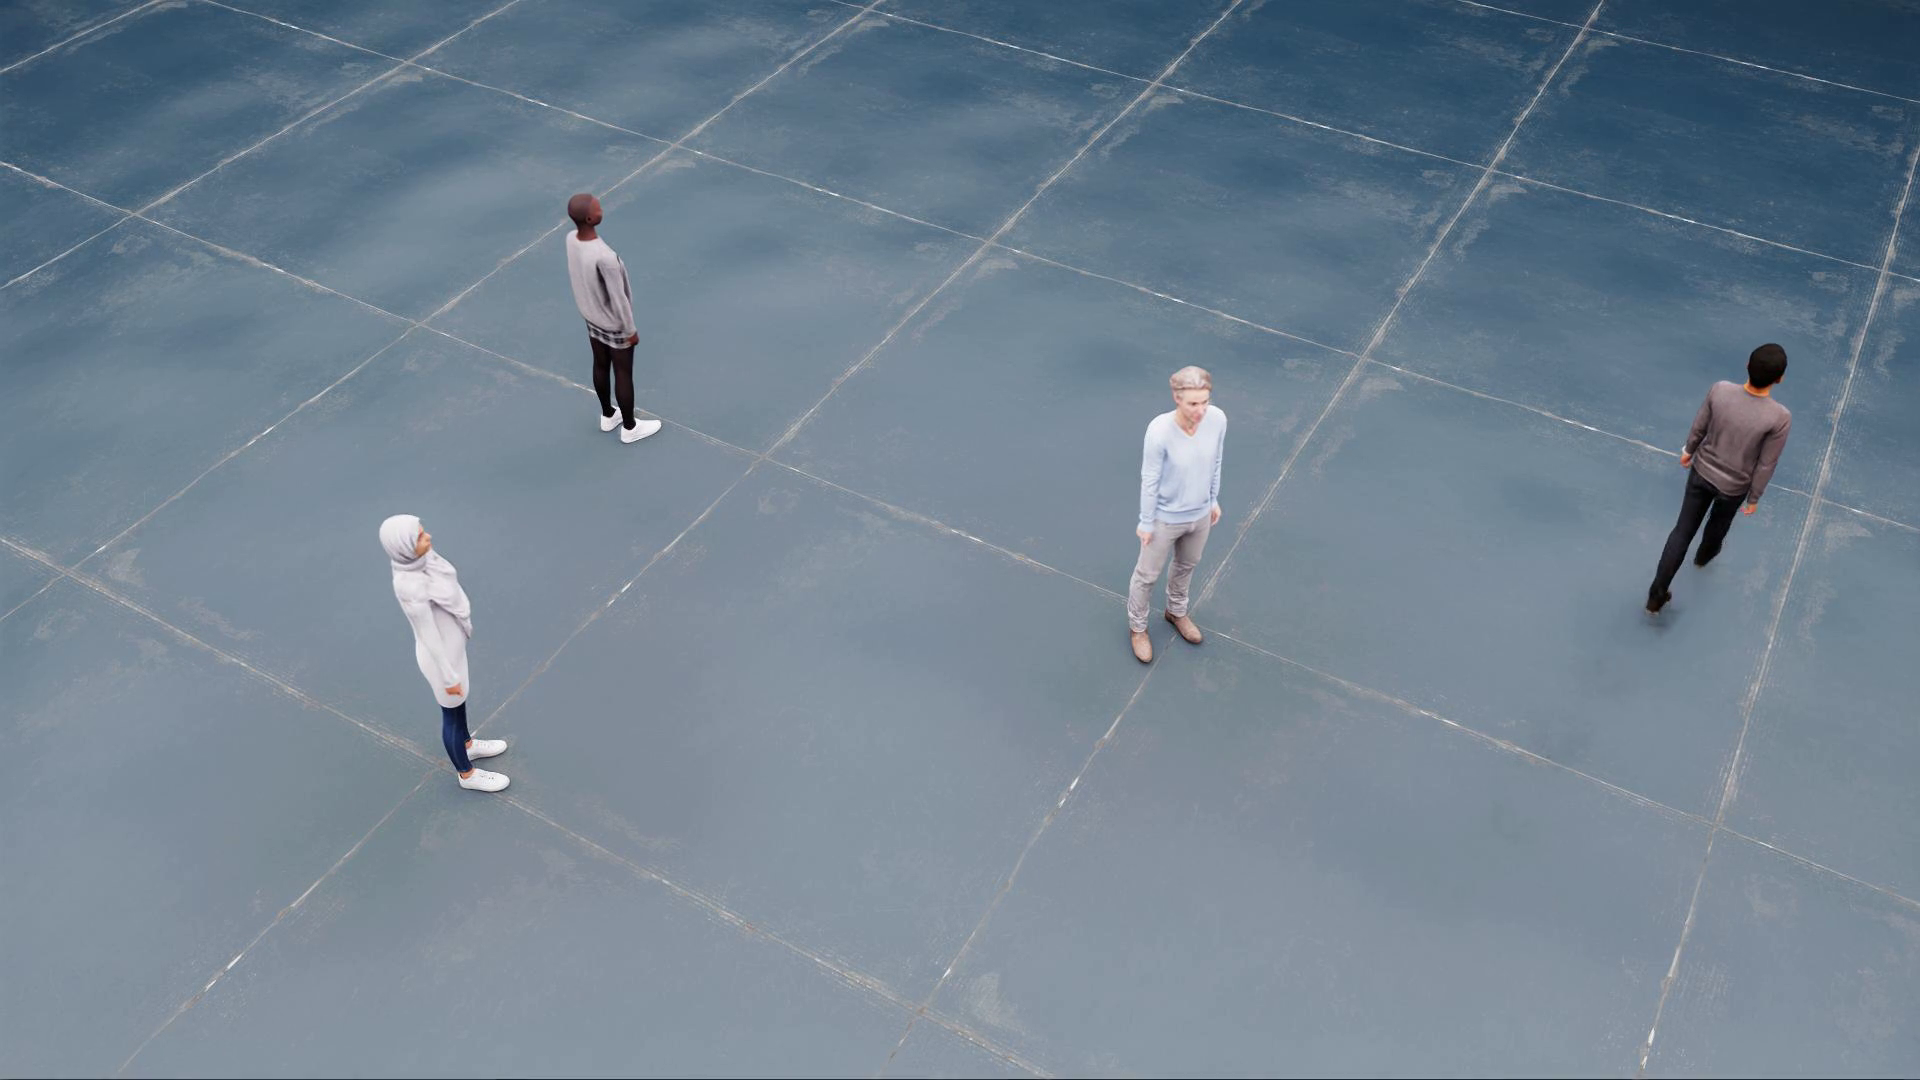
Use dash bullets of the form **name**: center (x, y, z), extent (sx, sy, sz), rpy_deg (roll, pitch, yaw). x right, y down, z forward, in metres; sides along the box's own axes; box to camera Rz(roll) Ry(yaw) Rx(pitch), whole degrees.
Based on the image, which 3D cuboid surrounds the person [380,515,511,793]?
- **person**: center (-2.581, 0.563, 8.287), extent (0.747, 1.775, 0.672), rpy_deg (-7, 43, -8)

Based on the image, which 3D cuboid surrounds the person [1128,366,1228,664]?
- **person**: center (1.170, -0.158, 8.992), extent (0.717, 1.893, 0.819), rpy_deg (-18, 45, -18)

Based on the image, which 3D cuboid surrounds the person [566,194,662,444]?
- **person**: center (-2.231, -1.391, 10.440), extent (0.655, 1.772, 0.605), rpy_deg (31, 51, 30)

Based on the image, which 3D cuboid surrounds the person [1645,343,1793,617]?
- **person**: center (4.187, -0.304, 9.278), extent (1.167, 1.725, 0.813), rpy_deg (22, 47, 22)
